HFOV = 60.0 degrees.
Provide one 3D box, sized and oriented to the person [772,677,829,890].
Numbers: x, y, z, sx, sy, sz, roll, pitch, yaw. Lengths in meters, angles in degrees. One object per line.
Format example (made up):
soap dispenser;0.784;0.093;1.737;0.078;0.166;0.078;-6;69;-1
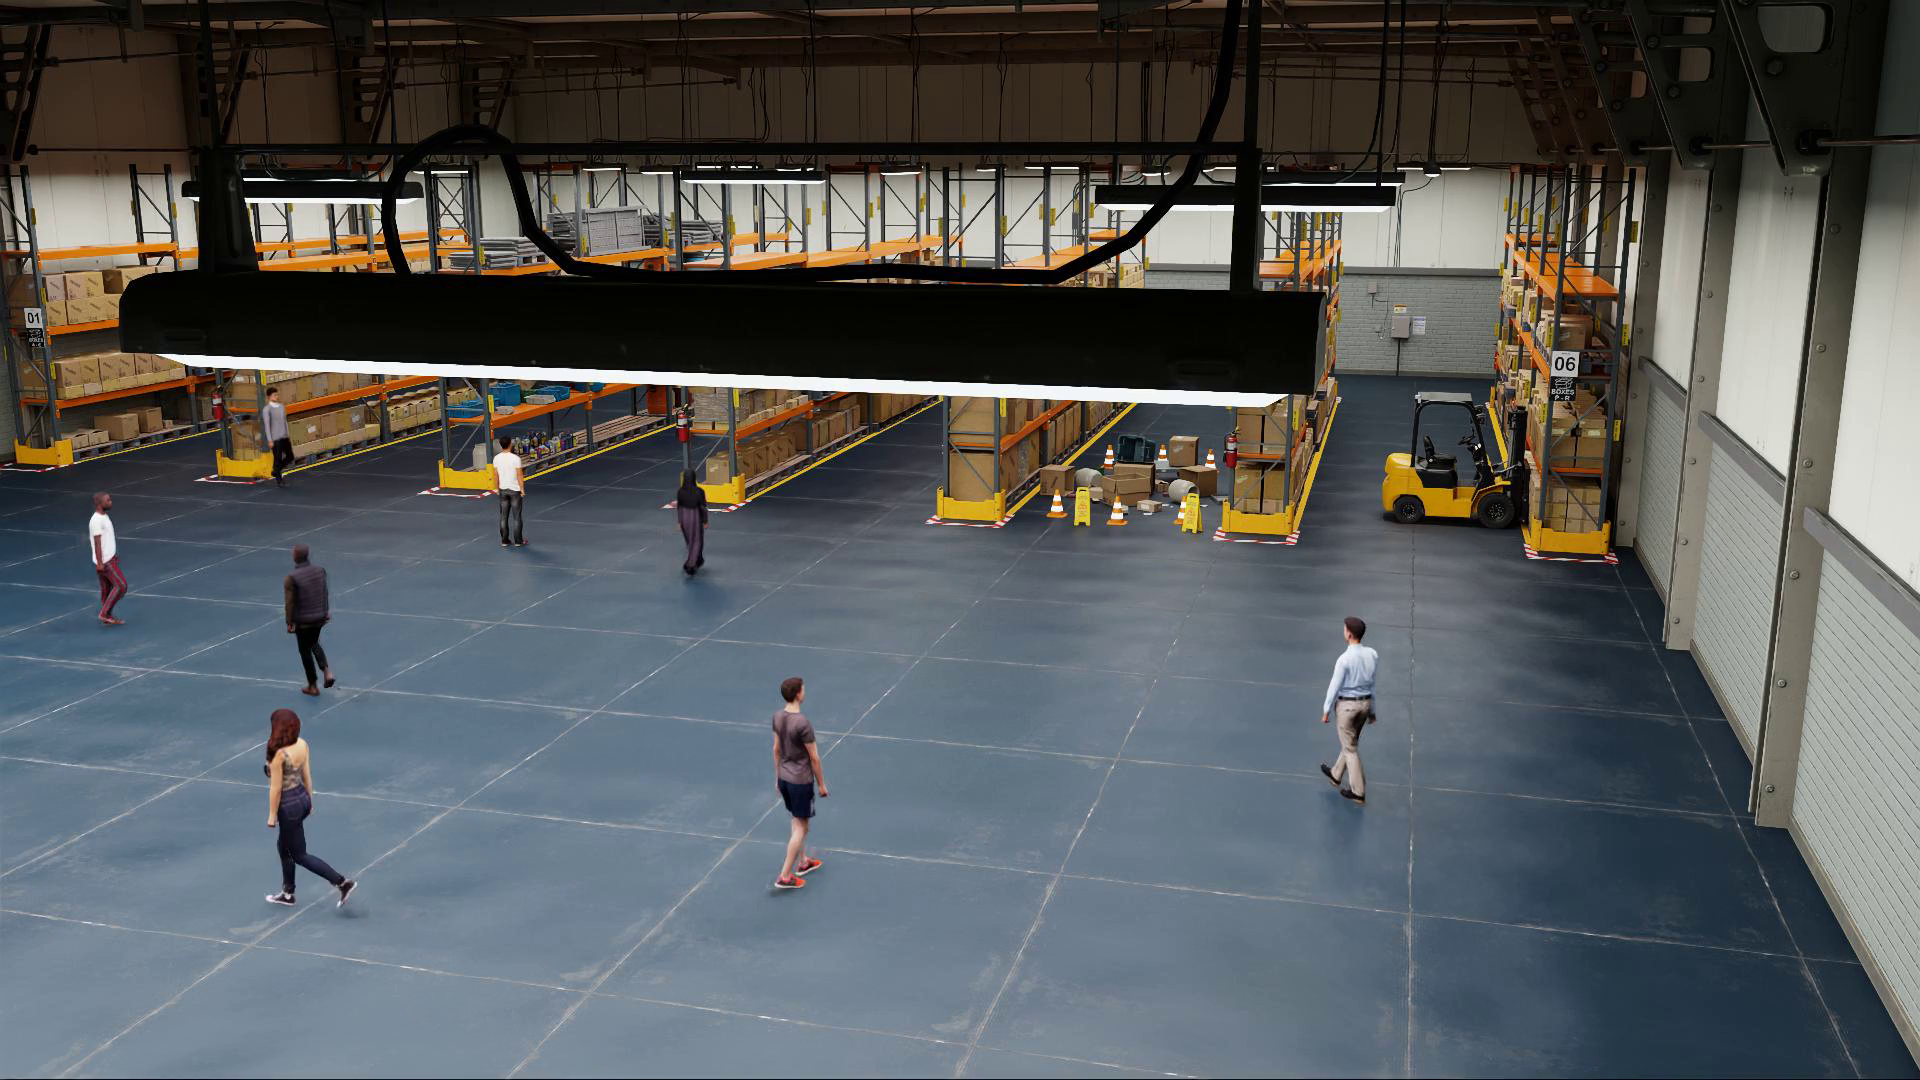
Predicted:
person;-1.435;2.096;14.300;0.890;1.844;1.006;12;18;43

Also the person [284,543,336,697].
person;-7.521;0.938;19.339;0.884;1.828;0.788;8;16;32

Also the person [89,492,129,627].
person;-11.514;0.271;22.226;0.875;1.824;0.778;-4;14;-17

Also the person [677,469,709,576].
person;-4.058;-0.263;25.043;0.642;1.595;1.088;3;13;11

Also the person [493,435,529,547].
person;-7.290;-0.802;26.906;0.653;1.805;0.557;2;13;9

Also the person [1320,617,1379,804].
person;3.851;1.679;16.163;1.055;1.818;1.135;-6;14;-26

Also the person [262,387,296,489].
person;-13.042;-1.951;31.625;0.825;1.913;0.713;4;14;16

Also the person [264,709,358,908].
person;-5.442;2.270;13.781;0.748;1.741;1.066;2;13;8
